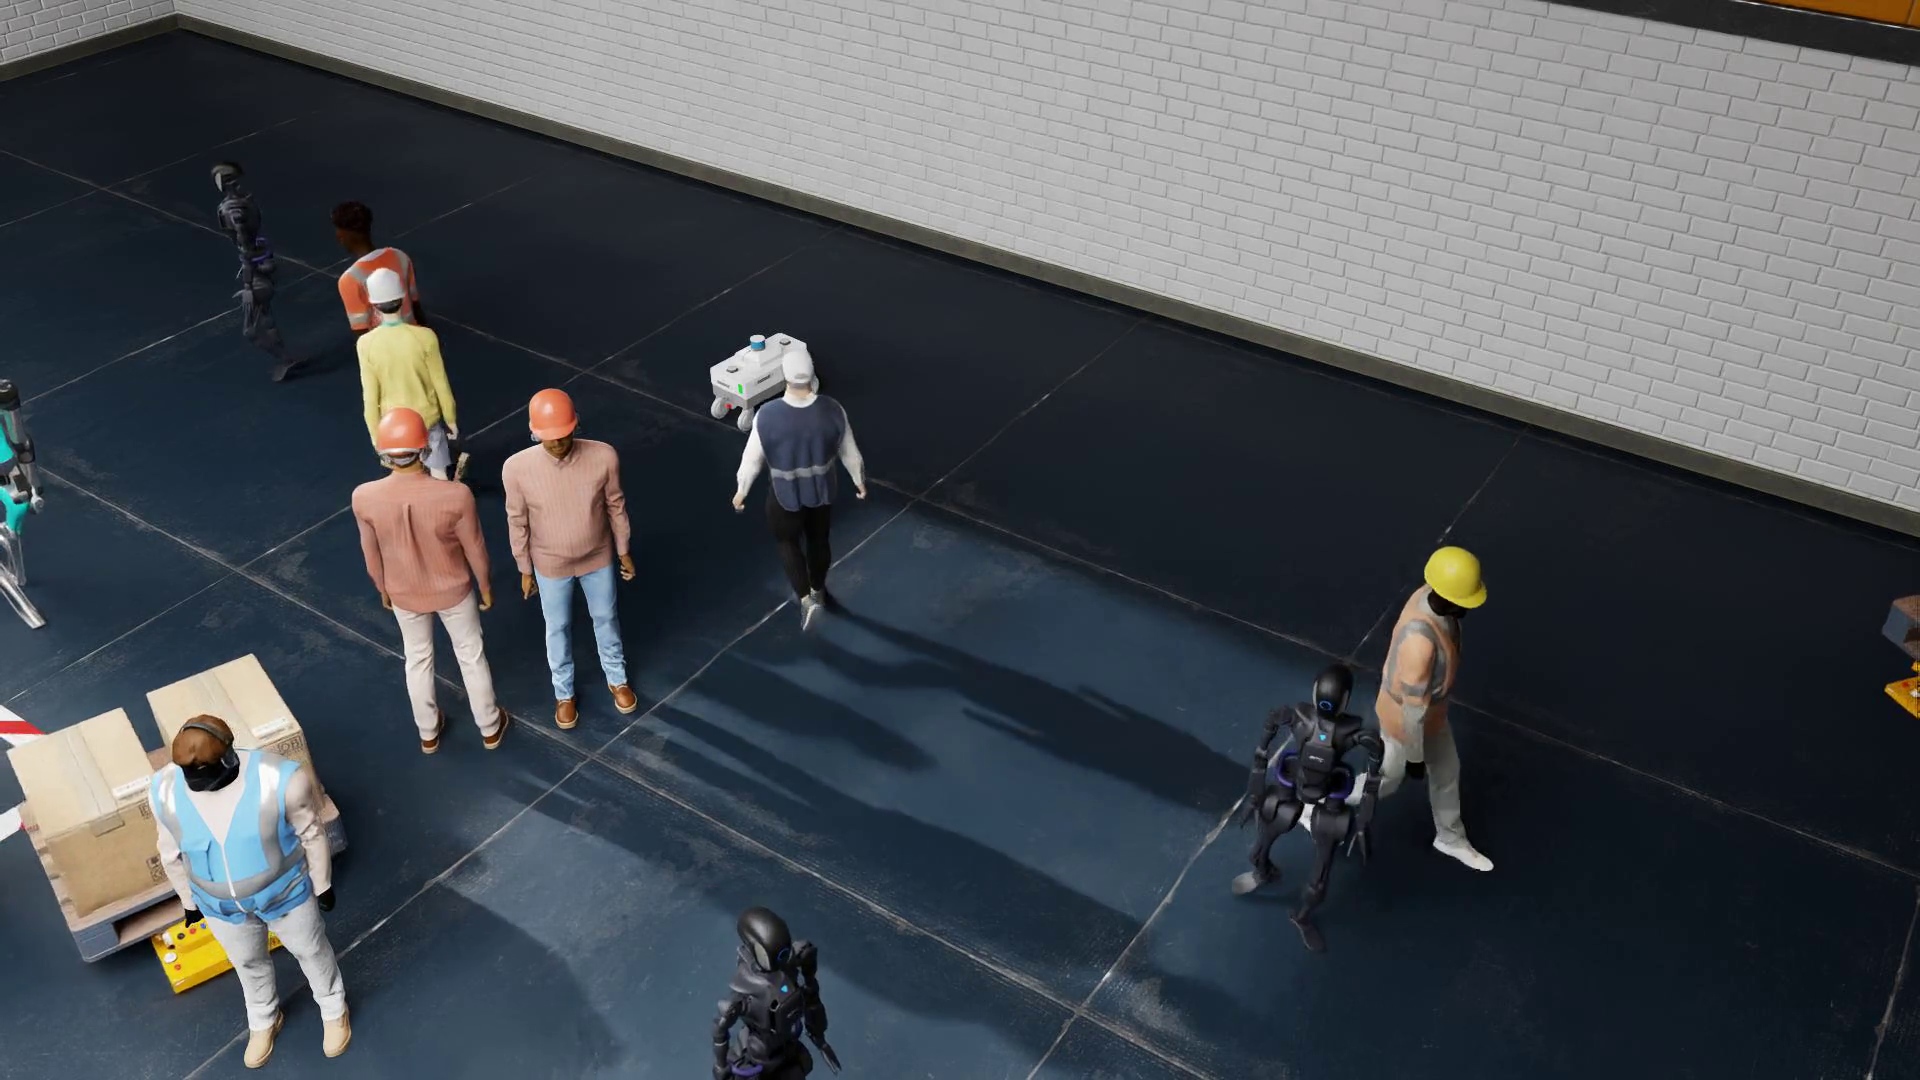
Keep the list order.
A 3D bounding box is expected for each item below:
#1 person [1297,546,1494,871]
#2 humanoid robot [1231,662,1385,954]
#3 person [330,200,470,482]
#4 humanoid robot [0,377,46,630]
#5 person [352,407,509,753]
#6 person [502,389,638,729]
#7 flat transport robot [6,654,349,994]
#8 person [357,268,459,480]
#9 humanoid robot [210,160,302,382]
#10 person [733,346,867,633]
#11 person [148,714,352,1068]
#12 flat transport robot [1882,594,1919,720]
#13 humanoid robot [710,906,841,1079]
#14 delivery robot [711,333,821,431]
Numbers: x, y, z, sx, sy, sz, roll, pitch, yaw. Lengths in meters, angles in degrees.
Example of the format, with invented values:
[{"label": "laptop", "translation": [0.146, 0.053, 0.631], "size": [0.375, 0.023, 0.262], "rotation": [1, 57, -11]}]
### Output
[{"label": "person", "translation": [2.113, 0.785, 7.744], "size": [0.946, 1.881, 0.591], "rotation": [17, 39, 23]}, {"label": "humanoid robot", "translation": [1.569, 1.139, 7.413], "size": [0.609, 1.647, 0.462], "rotation": [11, 37, 16]}, {"label": "person", "translation": [-3.534, -1.206, 10.529], "size": [0.724, 1.940, 0.619], "rotation": [9, 36, 13]}, {"label": "humanoid robot", "translation": [-5.566, -0.285, 9.463], "size": [0.850, 1.856, 0.556], "rotation": [28, 43, 34]}, {"label": "person", "translation": [-2.678, 0.219, 8.459], "size": [0.615, 1.984, 0.420], "rotation": [-2, 35, -4]}, {"label": "person", "translation": [-1.999, 0.092, 8.629], "size": [0.610, 1.995, 0.376], "rotation": [-13, 37, -17]}, {"label": "flat transport robot", "translation": [-3.699, 1.544, 8.057], "size": [0.659, 0.231, 1.431], "rotation": [-24, 41, -30]}, {"label": "person", "translation": [-3.249, -0.676, 9.854], "size": [0.532, 1.859, 0.728], "rotation": [-6, 35, -9]}, {"label": "humanoid robot", "translation": [-4.999, -1.902, 11.751], "size": [0.351, 1.644, 0.585], "rotation": [-13, 37, -18]}, {"label": "person", "translation": [-0.878, -0.262, 9.354], "size": [0.770, 1.739, 0.599], "rotation": [-11, 37, -15]}, {"label": "person", "translation": [-2.893, 1.445, 6.829], "size": [0.635, 1.840, 0.429], "rotation": [-5, 35, -7]}, {"label": "flat transport robot", "translation": [5.885, 0.821, 9.090], "size": [1.431, 0.231, 0.659], "rotation": [-11, 37, -16]}, {"label": "humanoid robot", "translation": [-0.704, 1.992, 6.229], "size": [0.787, 1.622, 0.602], "rotation": [25, 42, 31]}, {"label": "delivery robot", "translation": [-1.382, -1.154, 11.680], "size": [0.499, 0.614, 0.803], "rotation": [25, 42, 32]}]
